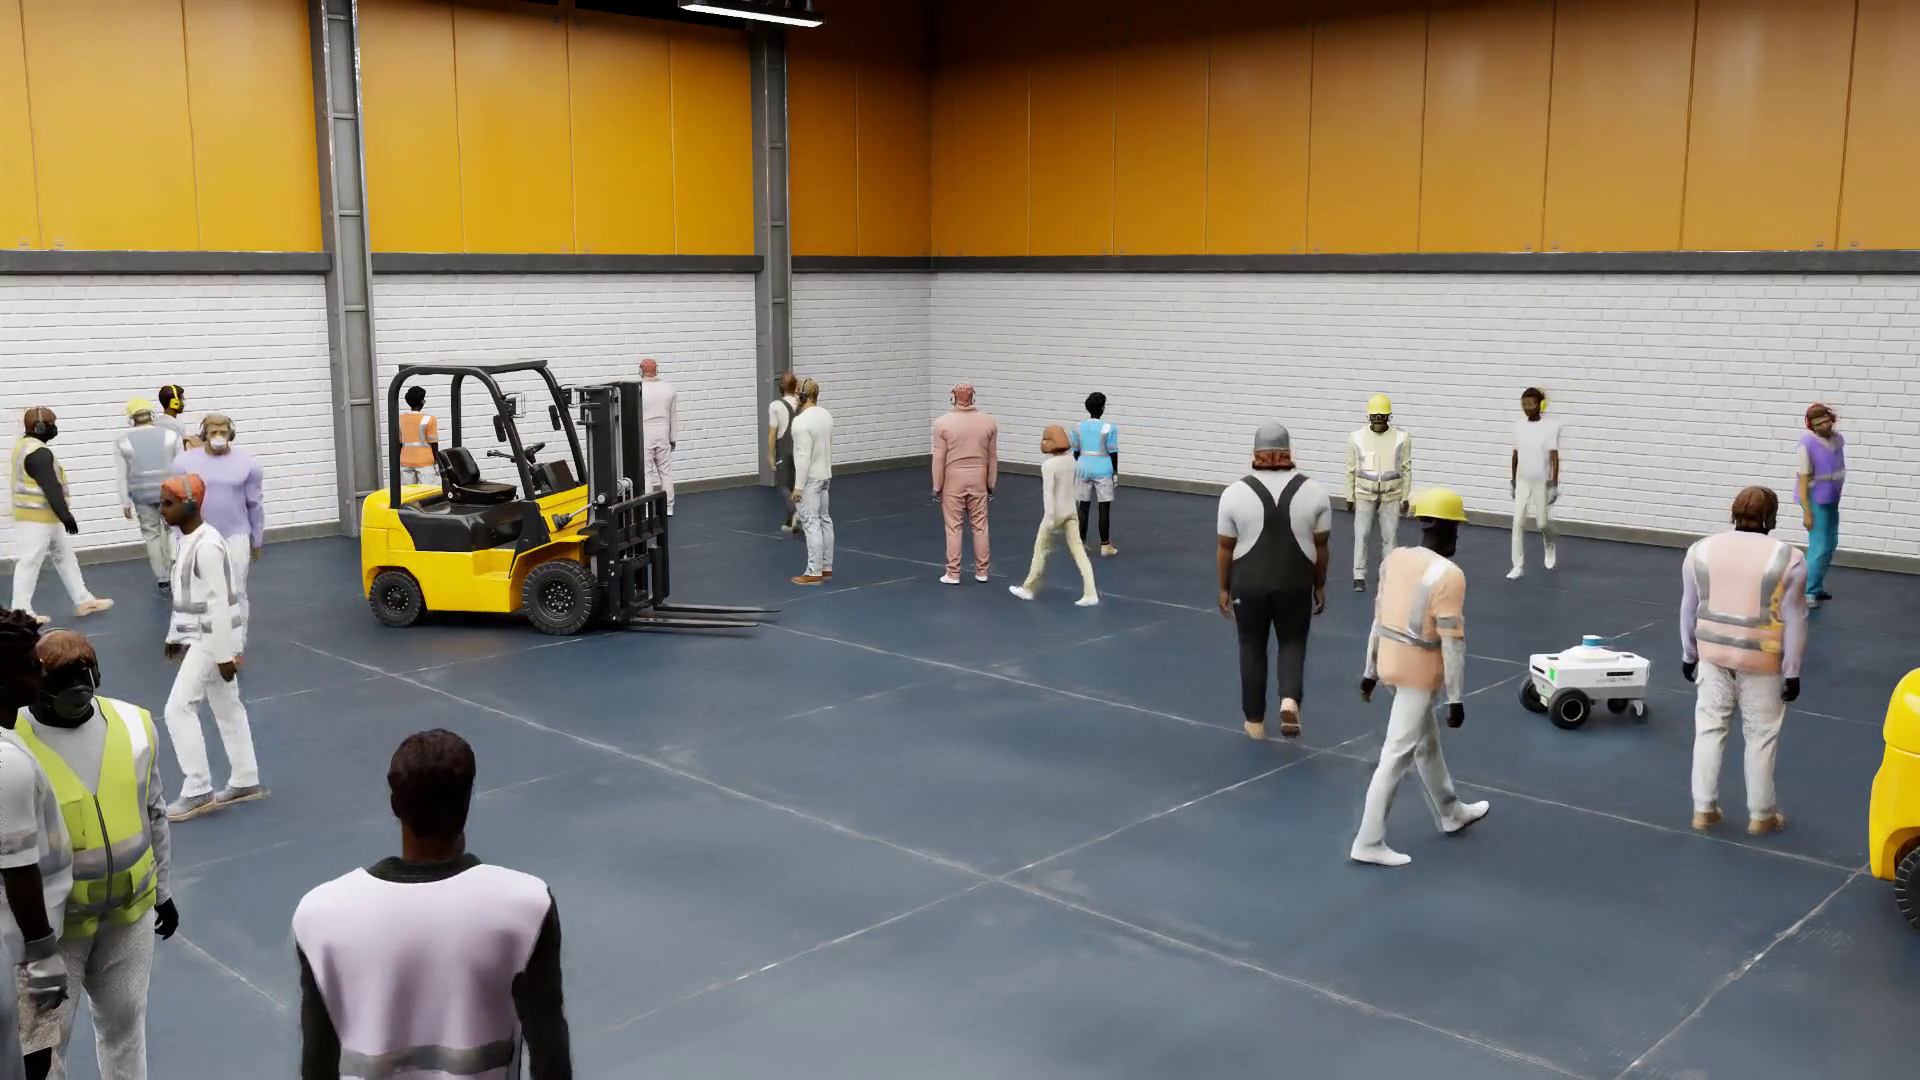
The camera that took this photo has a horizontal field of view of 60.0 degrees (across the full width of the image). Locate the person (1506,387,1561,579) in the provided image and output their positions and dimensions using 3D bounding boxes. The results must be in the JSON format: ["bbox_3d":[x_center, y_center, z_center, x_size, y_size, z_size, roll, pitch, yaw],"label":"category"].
[{"bbox_3d":[5.538,-0.560,15.964,0.520,1.842,0.778,7,12,37],"label":"person"}]

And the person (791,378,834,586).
[{"bbox_3d":[-1.385,-0.542,15.548,0.354,1.937,0.635,3,10,20],"label":"person"}]

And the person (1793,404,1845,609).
[{"bbox_3d":[7.530,-0.302,14.539,0.765,1.792,0.369,-6,11,-34],"label":"person"}]

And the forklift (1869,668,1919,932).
[{"bbox_3d":[5.205,0.723,7.013,2.313,2.155,1.214,9,13,43],"label":"forklift"}]

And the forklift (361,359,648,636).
[{"bbox_3d":[-3.850,-0.407,13.936,2.313,2.155,1.214,2,9,11],"label":"forklift"}]

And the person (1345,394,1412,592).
[{"bbox_3d":[3.809,-0.421,15.172,0.592,1.825,0.403,2,9,11],"label":"person"}]

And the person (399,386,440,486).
[{"bbox_3d":[-5.862,-0.818,18.005,0.531,1.694,0.320,3,10,18],"label":"person"}]

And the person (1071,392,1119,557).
[{"bbox_3d":[1.395,-0.673,17.085,0.532,1.698,0.319,5,11,29],"label":"person"}]

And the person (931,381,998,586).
[{"bbox_3d":[0.029,-0.530,15.574,0.648,1.907,0.401,-3,10,-19],"label":"person"}]

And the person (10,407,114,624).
[{"bbox_3d":[-7.532,-0.199,13.864,0.900,1.801,0.638,-6,11,-33],"label":"person"}]

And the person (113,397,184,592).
[{"bbox_3d":[-7.296,-0.397,15.093,0.649,1.794,0.567,-5,10,-27],"label":"person"}]

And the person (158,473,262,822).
[{"bbox_3d":[-4.156,0.570,8.977,0.697,1.862,0.598,-5,10,-27],"label":"person"}]

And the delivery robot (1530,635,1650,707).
[{"bbox_3d":[4.109,0.867,10.855,0.707,0.478,0.477,-1,9,-7],"label":"delivery robot"}]

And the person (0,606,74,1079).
[{"bbox_3d":[-2.854,1.167,5.000,0.372,1.960,0.603,-9,13,-44],"label":"person"}]

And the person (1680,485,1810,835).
[{"bbox_3d":[4.098,0.630,8.696,0.429,1.836,0.632,-9,13,-44],"label":"person"}]

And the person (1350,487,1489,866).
[{"bbox_3d":[2.363,0.668,8.373,1.041,1.857,0.639,-3,10,-19],"label":"person"}]

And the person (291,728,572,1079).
[{"bbox_3d":[-1.213,1.382,3.869,0.615,1.901,0.444,-2,9,-11],"label":"person"}]

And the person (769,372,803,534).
[{"bbox_3d":[-1.837,-0.935,18.307,0.514,1.828,0.674,-5,11,-29],"label":"person"}]

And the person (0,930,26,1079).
[{"bbox_3d":[-2.162,1.416,3.551,0.357,1.934,0.637,-7,11,-35],"label":"person"}]

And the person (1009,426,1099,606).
[{"bbox_3d":[0.857,-0.213,14.622,0.898,1.585,0.500,8,12,41],"label":"person"}]

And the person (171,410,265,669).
[{"bbox_3d":[-5.510,-0.022,12.408,0.645,1.921,0.691,-4,10,-22],"label":"person"}]

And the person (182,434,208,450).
[{"bbox_3d":[-6.052,-0.038,13.375,0.522,1.638,0.310,5,11,28],"label":"person"}]

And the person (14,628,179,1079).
[{"bbox_3d":[-2.785,1.183,5.276,0.429,1.842,0.625,7,11,36],"label":"person"}]

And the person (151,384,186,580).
[{"bbox_3d":[-7.417,-0.531,15.710,0.535,1.864,0.309,6,11,31],"label":"person"}]

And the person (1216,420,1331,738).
[{"bbox_3d":[1.937,0.250,10.380,0.695,2.000,0.583,1,9,6],"label":"person"}]

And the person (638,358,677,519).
[{"bbox_3d":[-3.660,-1.200,19.689,0.648,1.904,0.401,-7,12,-37],"label":"person"}]
